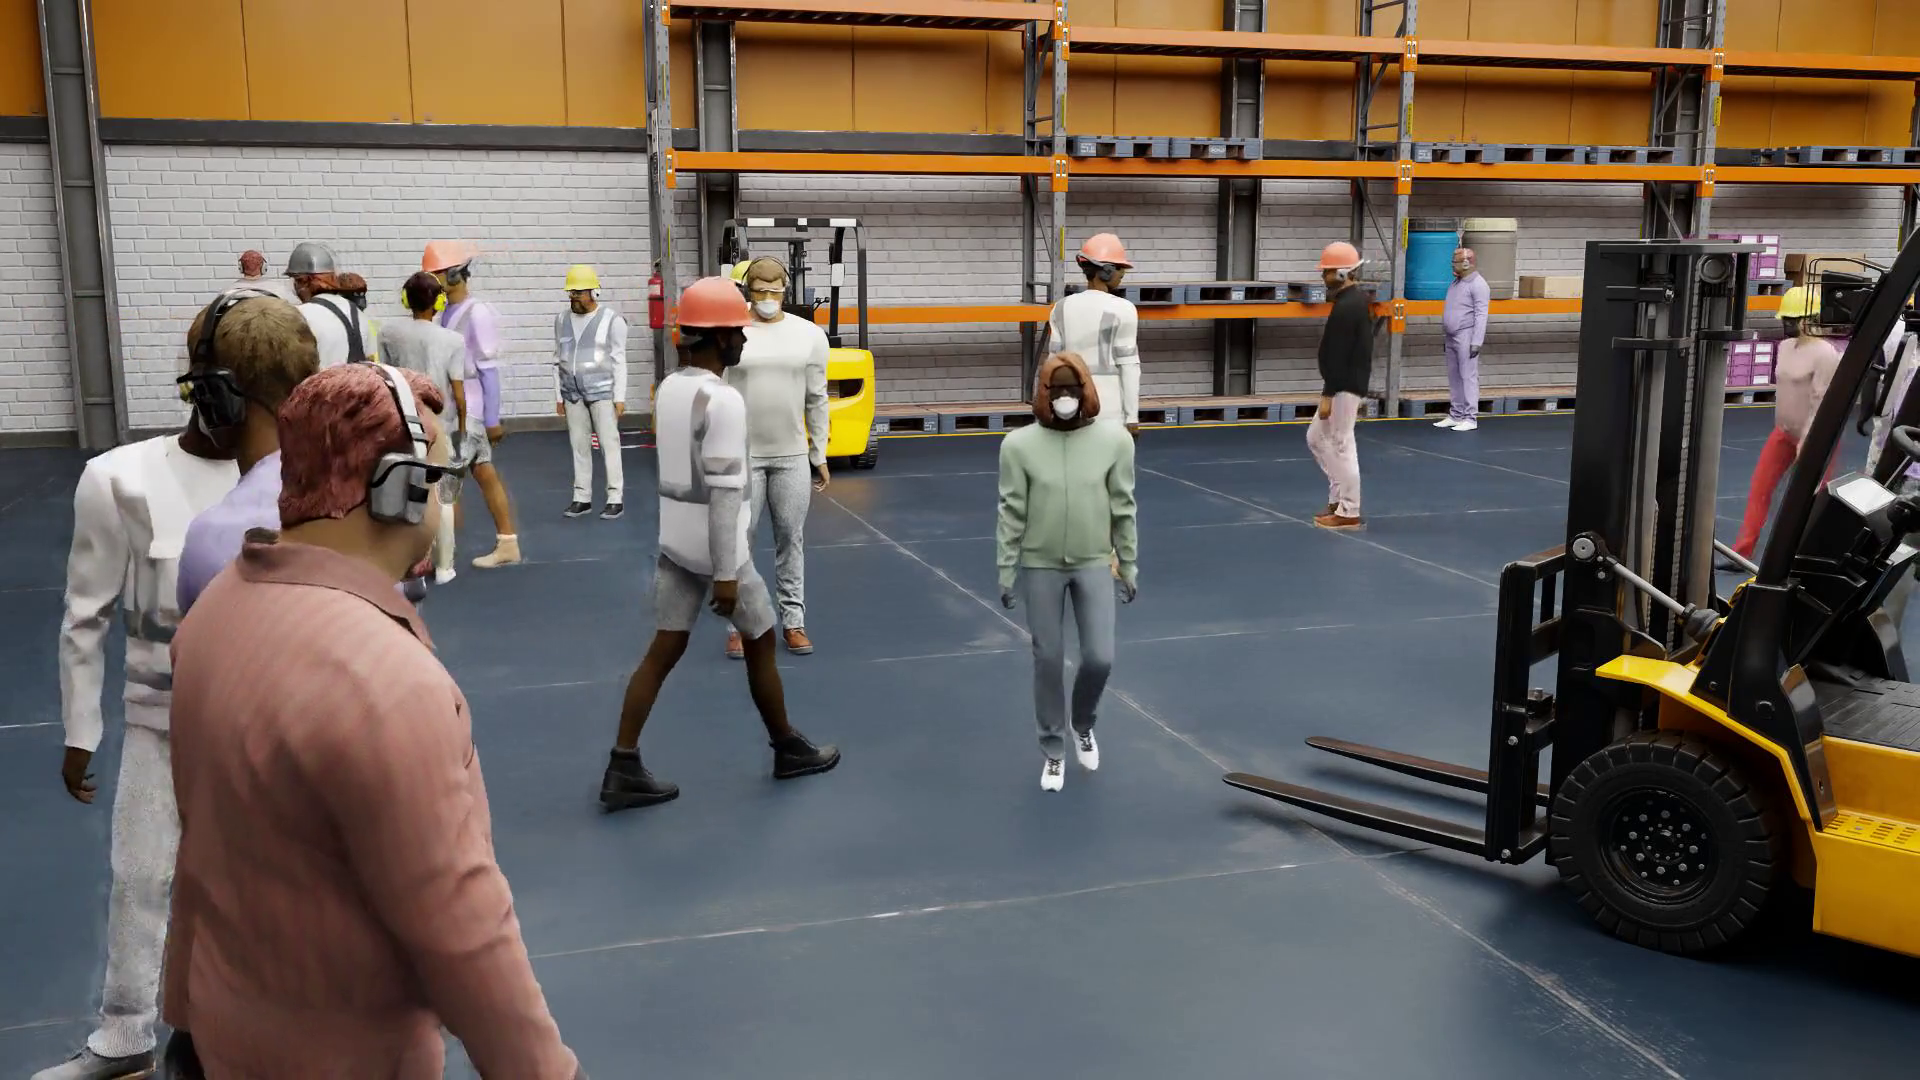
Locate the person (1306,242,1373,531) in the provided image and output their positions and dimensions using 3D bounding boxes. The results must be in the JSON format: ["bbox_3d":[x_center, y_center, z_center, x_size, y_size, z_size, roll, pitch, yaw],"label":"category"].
[{"bbox_3d":[2.581,-1.043,11.427,0.497,1.979,0.630,3,11,17],"label":"person"}]

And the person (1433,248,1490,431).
[{"bbox_3d":[5.249,-2.097,17.442,0.402,1.904,0.652,-2,11,-12],"label":"person"}]

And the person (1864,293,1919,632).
[{"bbox_3d":[4.561,-0.339,7.814,0.795,1.906,0.590,0,10,-1],"label":"person"}]

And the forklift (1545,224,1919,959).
[{"bbox_3d":[2.909,0.117,4.508,2.313,2.155,1.214,9,14,40],"label":"forklift"}]

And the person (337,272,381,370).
[{"bbox_3d":[-4.108,-0.895,11.180,0.971,1.793,0.635,6,12,30],"label":"person"}]

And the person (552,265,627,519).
[{"bbox_3d":[-2.674,-1.058,11.974,0.591,1.826,0.403,3,11,18],"label":"person"}]

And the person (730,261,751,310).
[{"bbox_3d":[-1.697,-1.291,13.216,0.592,1.834,0.404,9,14,42],"label":"person"}]

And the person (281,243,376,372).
[{"bbox_3d":[-3.887,-0.804,9.980,1.032,2.000,0.697,1,10,8],"label":"person"}]

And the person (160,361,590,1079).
[{"bbox_3d":[-0.786,0.689,2.324,0.904,1.854,0.648,-7,12,-33],"label":"person"}]

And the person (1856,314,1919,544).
[{"bbox_3d":[5.856,-0.771,10.202,0.617,1.887,0.791,5,12,26],"label":"person"}]

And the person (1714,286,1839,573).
[{"bbox_3d":[4.821,-0.609,9.747,0.822,1.722,0.538,-2,10,-9],"label":"person"}]

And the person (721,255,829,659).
[{"bbox_3d":[-0.928,-0.395,8.034,0.627,1.935,0.373,-3,11,-15],"label":"person"}]

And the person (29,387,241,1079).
[{"bbox_3d":[-1.818,0.410,3.879,0.792,1.843,0.338,-5,11,-25],"label":"person"}]

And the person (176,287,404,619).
[{"bbox_3d":[-1.145,0.531,2.946,0.350,1.936,0.635,0,10,0],"label":"person"}]

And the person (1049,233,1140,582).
[{"bbox_3d":[0.812,-0.771,9.802,0.611,2.038,0.394,9,14,41],"label":"person"}]

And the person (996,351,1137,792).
[{"bbox_3d":[0.386,0.122,6.055,0.519,1.617,0.345,0,10,2],"label":"person"}]

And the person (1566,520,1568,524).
[{"bbox_3d":[4.427,-1.004,11.328,0.405,1.946,0.609,-1,10,-3],"label":"person"}]

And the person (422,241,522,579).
[{"bbox_3d":[-3.072,-0.765,9.917,0.942,1.992,0.604,-6,12,-31],"label":"person"}]

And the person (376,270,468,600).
[{"bbox_3d":[-3.058,-0.603,9.445,0.532,1.844,0.813,-2,11,-13],"label":"person"}]

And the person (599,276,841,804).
[{"bbox_3d":[-0.906,0.006,5.973,0.977,1.890,0.558,-8,13,-39],"label":"person"}]

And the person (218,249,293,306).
[{"bbox_3d":[-6.245,-1.625,14.846,0.640,1.910,0.407,-4,11,-22],"label":"person"}]

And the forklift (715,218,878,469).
[{"bbox_3d":[-1.522,-1.778,14.899,1.214,2.155,2.313,-3,11,-17],"label":"forklift"}]
